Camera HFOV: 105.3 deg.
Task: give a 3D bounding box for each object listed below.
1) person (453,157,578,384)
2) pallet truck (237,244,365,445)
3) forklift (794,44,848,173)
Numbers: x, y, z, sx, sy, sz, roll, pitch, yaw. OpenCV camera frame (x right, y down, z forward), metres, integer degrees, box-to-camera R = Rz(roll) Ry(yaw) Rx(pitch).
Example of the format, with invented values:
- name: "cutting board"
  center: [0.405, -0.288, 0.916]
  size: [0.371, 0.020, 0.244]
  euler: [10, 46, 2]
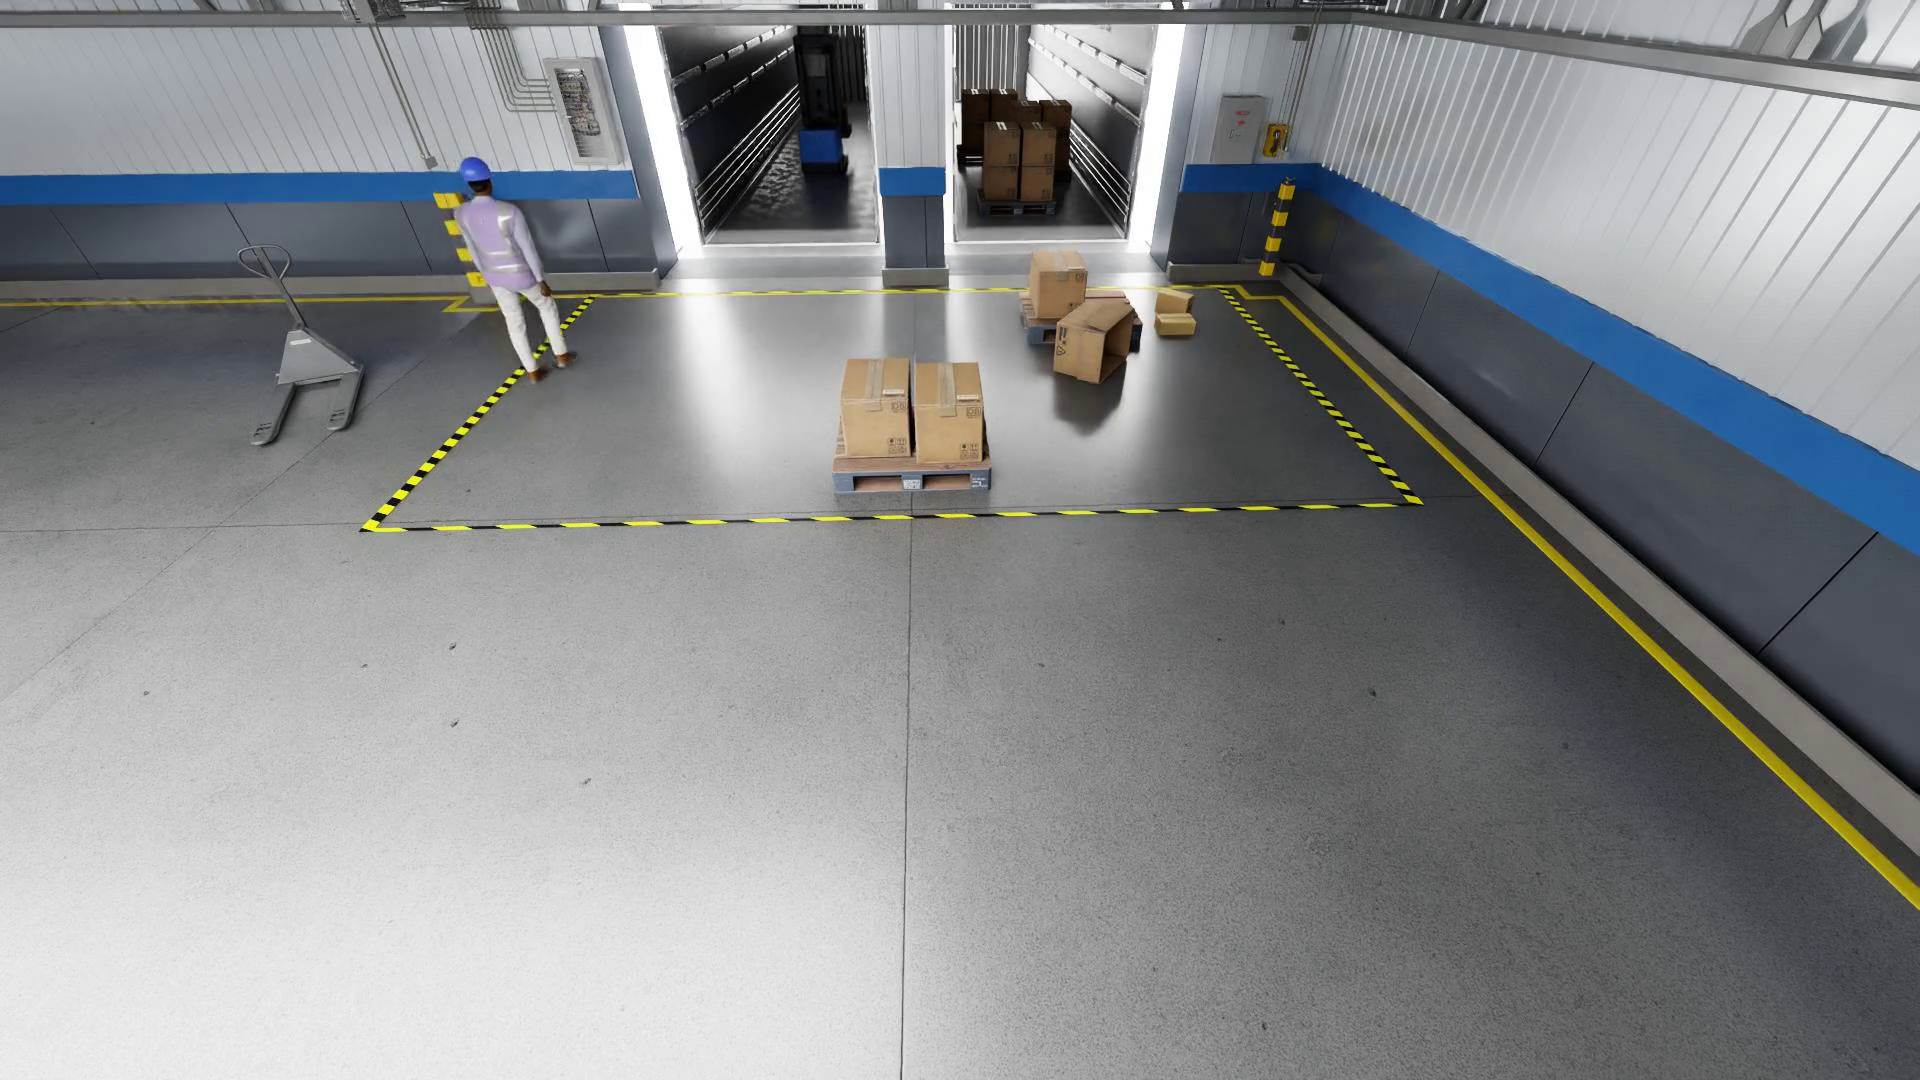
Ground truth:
- name: "person"
  center: [-4.057, -2.428, 6.690]
  size: [0.646, 1.921, 0.612]
  euler: [-1, 38, -1]
- name: "pallet truck"
  center: [-5.915, -1.733, 6.366]
  size: [0.680, 1.201, 1.601]
  euler: [-18, 42, -21]
- name: "forklift"
  center: [-2.615, -7.919, 13.516]
  size: [0.716, 2.013, 0.776]
  euler: [-1, 38, -1]
